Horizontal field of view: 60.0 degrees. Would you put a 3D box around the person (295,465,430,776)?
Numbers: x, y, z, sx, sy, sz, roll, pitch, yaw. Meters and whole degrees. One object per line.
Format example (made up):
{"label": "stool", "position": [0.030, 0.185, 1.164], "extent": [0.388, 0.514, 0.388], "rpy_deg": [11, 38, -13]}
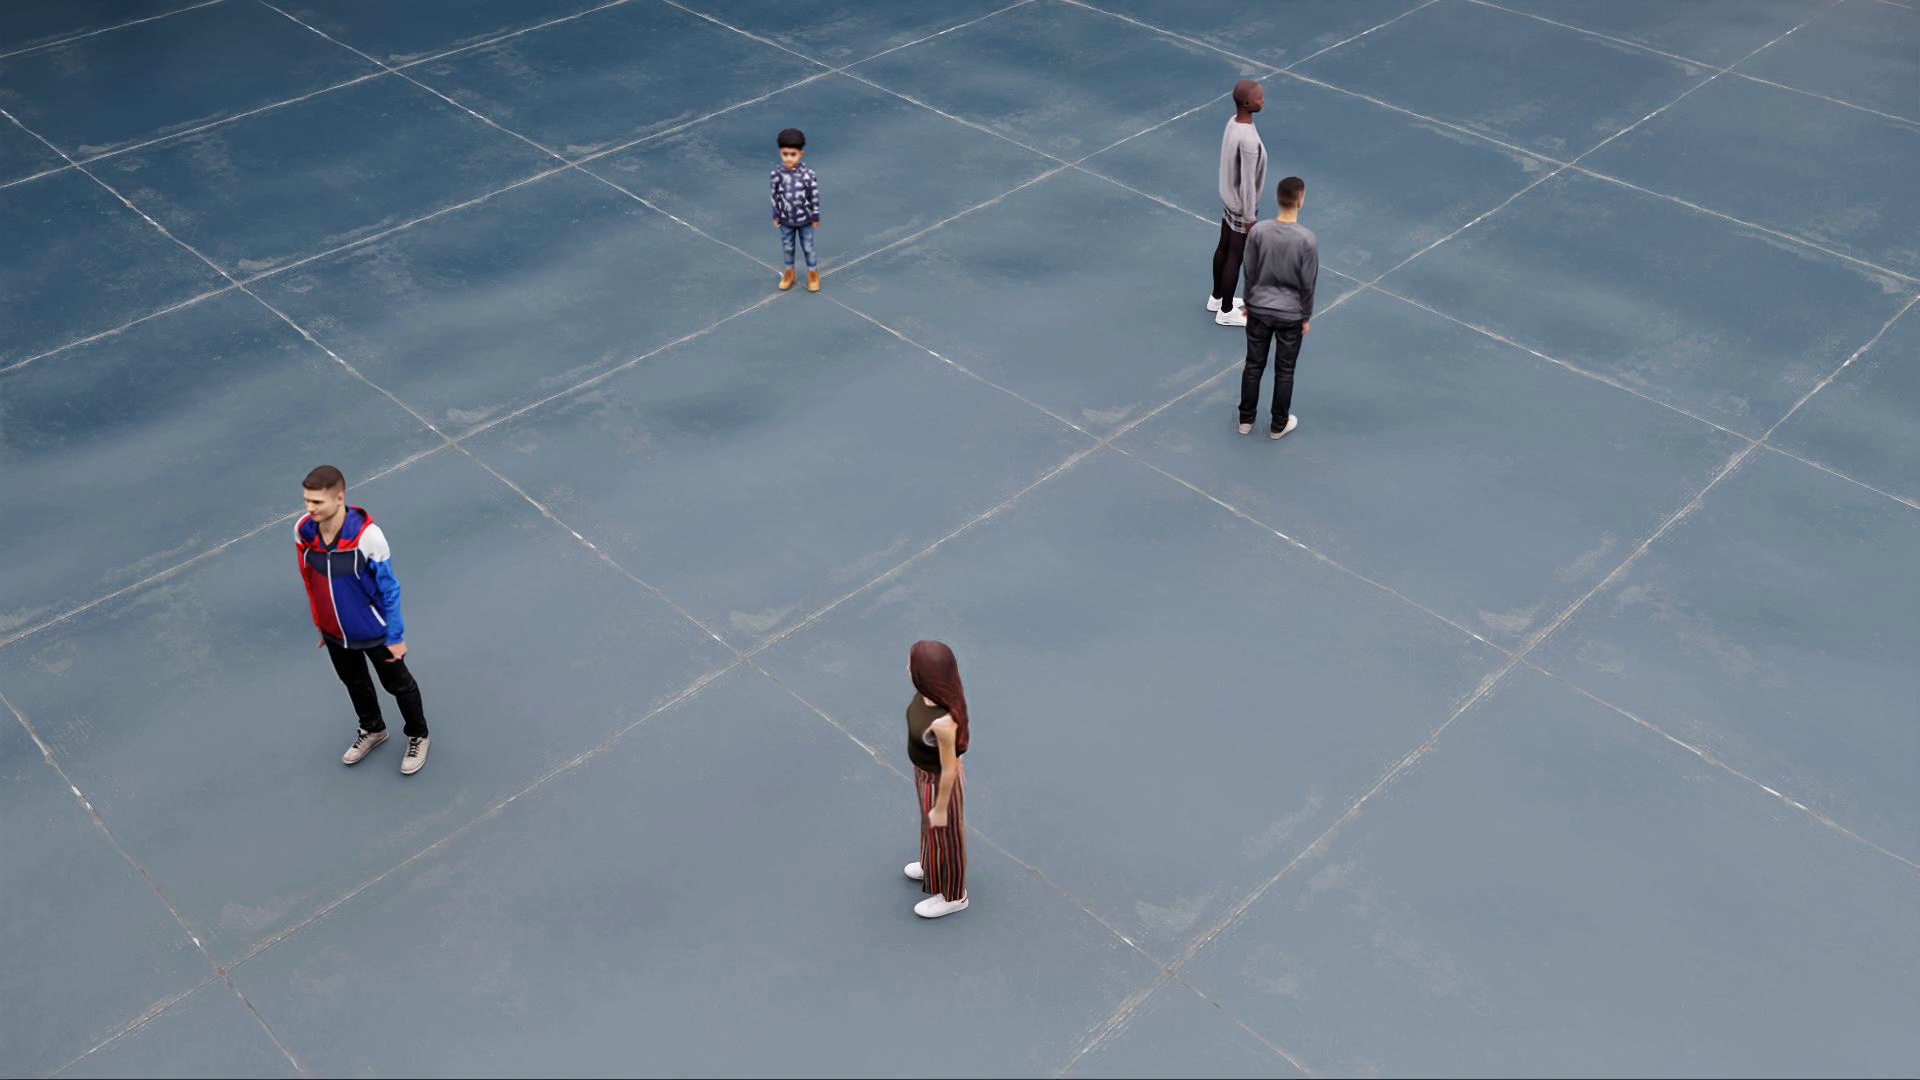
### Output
{"label": "person", "position": [-2.885, 0.381, 8.013], "extent": [0.718, 1.756, 0.713], "rpy_deg": [10, 38, 13]}

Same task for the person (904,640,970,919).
{"label": "person", "position": [-0.095, 1.038, 7.311], "extent": [0.666, 1.561, 0.638], "rpy_deg": [-6, 38, -8]}

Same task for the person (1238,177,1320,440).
{"label": "person", "position": [1.980, -1.434, 10.394], "extent": [0.689, 1.766, 0.665], "rpy_deg": [15, 40, 18]}

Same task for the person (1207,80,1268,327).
{"label": "person", "position": [1.930, -2.353, 11.598], "extent": [0.729, 1.772, 0.697], "rpy_deg": [-5, 38, -6]}

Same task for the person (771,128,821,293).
{"label": "person", "position": [-1.193, -2.392, 12.082], "extent": [0.569, 1.246, 0.612], "rpy_deg": [4, 37, 6]}
